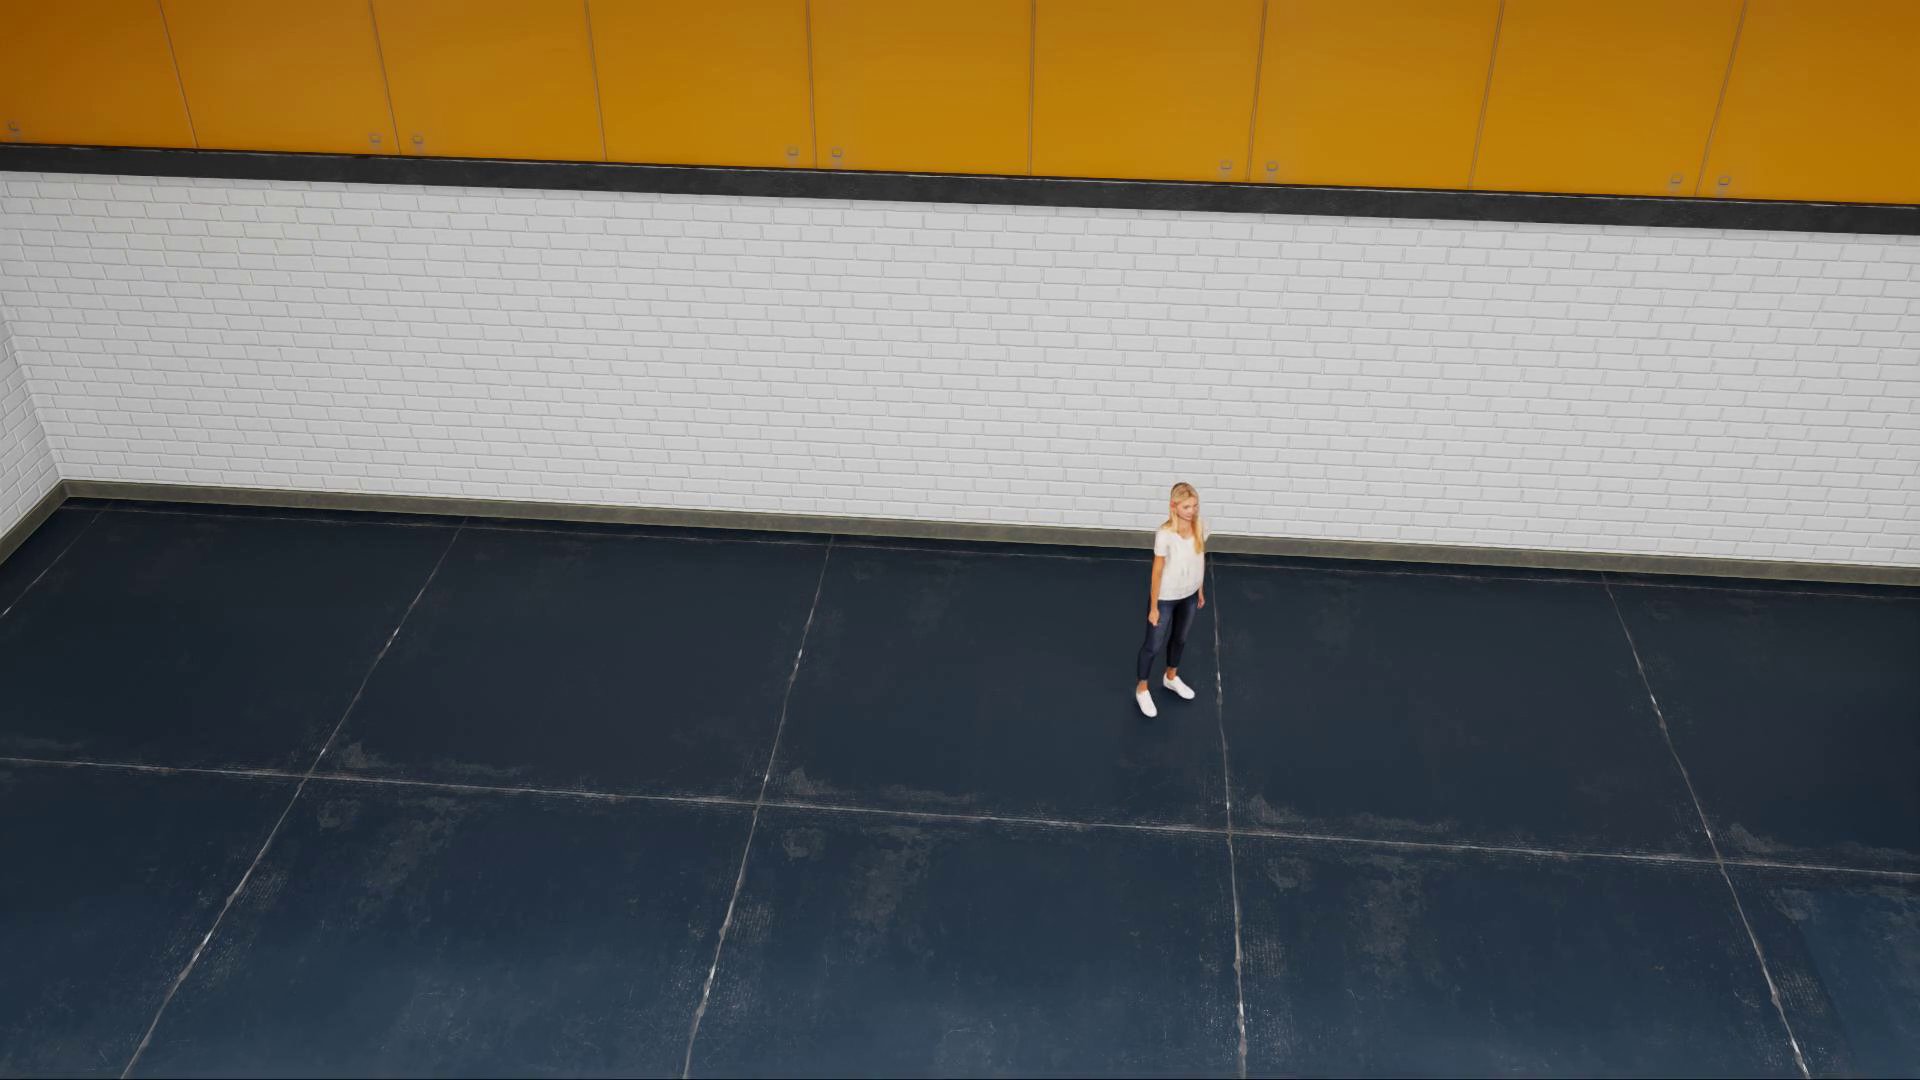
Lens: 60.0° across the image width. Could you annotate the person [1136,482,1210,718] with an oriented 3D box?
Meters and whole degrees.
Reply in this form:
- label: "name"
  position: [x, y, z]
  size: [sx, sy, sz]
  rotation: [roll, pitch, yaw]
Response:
- label: "person"
  position: [1.405, 0.373, 11.040]
  size: [0.686, 1.801, 0.729]
  rotation: [-20, 39, -28]
